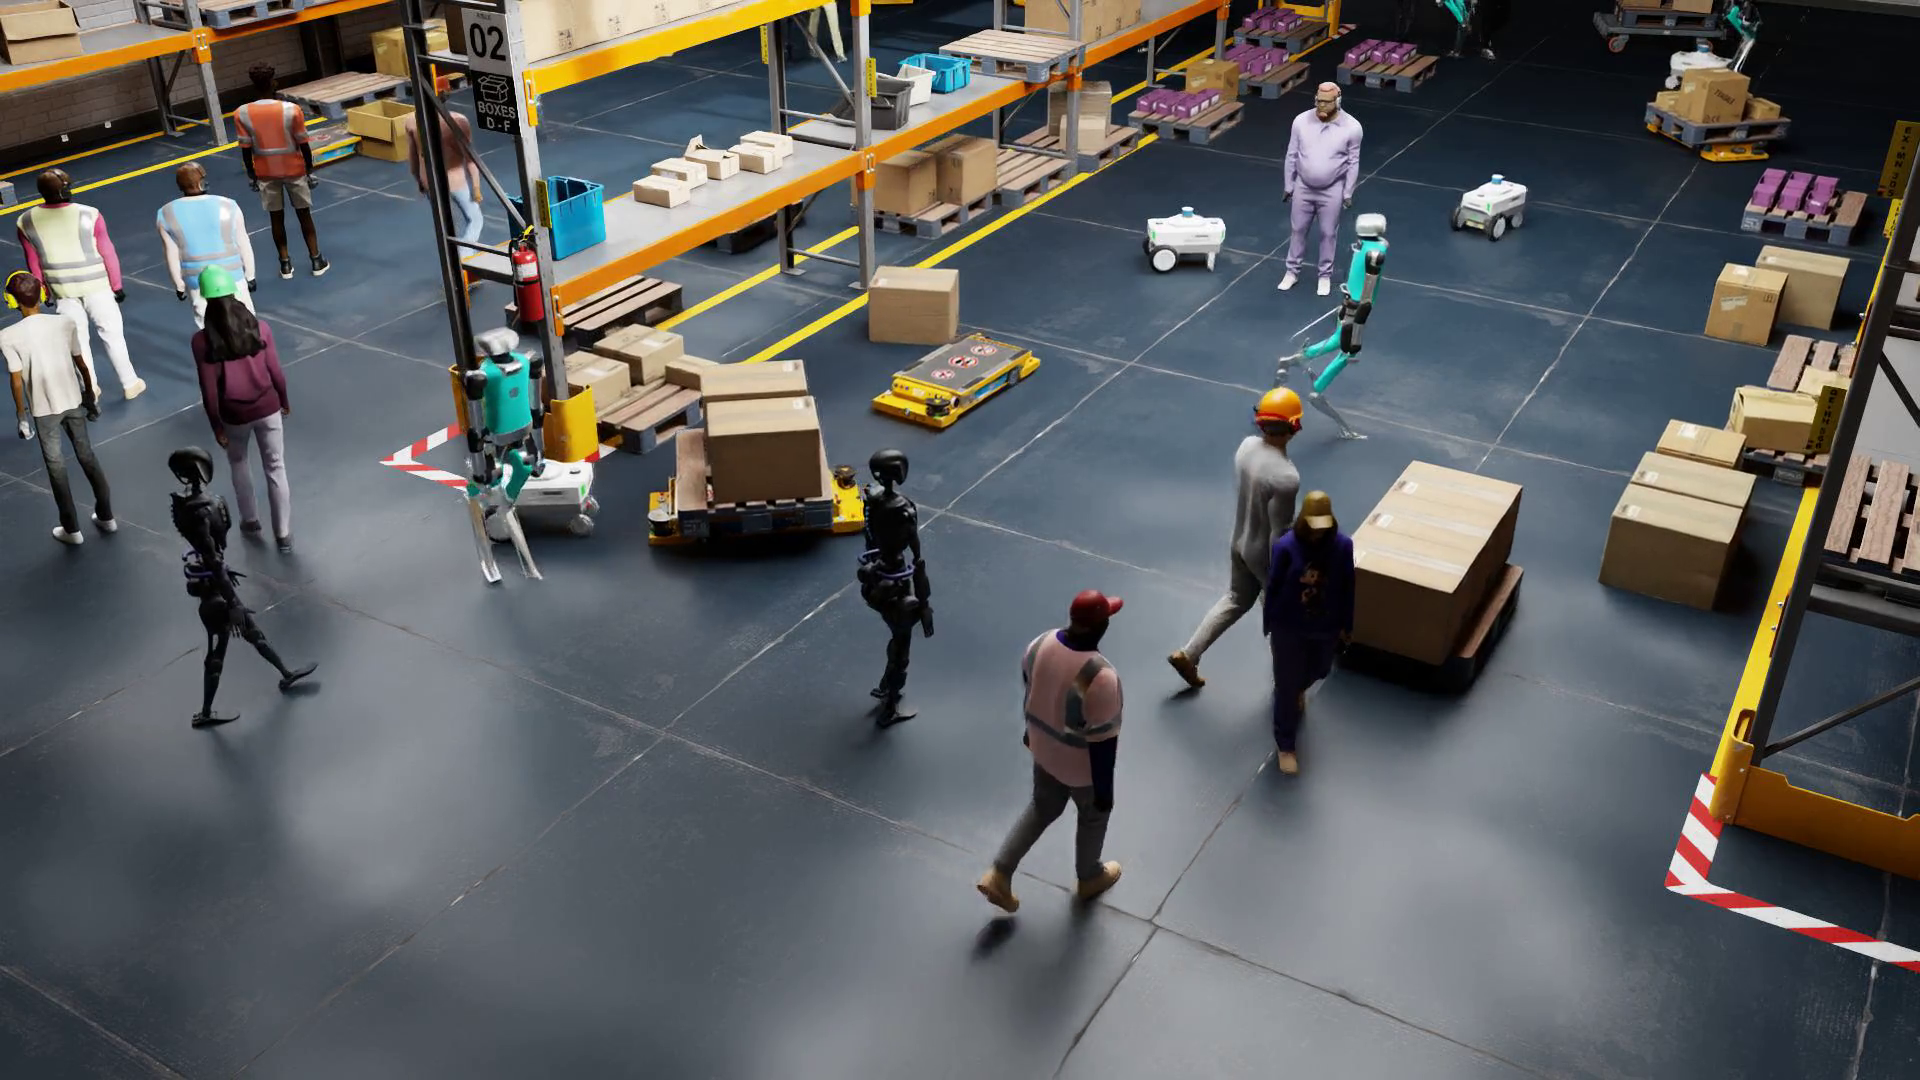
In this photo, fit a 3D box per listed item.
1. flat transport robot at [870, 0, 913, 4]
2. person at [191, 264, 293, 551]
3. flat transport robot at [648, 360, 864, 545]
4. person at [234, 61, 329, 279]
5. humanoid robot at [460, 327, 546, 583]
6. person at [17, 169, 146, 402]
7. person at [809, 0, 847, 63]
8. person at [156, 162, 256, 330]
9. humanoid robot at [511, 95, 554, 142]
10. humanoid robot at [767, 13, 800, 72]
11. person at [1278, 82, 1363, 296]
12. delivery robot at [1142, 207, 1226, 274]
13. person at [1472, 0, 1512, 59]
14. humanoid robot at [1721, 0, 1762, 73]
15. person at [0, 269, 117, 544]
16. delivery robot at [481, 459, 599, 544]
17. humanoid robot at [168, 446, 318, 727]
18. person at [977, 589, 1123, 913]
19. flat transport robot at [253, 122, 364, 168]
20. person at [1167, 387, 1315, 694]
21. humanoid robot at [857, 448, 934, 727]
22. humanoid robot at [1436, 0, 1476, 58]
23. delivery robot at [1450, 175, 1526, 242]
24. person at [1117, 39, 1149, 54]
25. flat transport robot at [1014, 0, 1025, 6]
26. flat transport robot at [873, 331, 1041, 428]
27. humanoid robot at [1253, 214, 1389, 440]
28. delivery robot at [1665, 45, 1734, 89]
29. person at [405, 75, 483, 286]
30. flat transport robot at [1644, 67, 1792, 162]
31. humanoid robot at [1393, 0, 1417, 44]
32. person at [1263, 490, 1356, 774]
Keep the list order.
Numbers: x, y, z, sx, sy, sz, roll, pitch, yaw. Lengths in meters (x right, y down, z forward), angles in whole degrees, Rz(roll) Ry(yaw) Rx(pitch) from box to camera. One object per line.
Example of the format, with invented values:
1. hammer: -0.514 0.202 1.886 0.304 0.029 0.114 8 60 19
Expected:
1. flat transport robot: -1.113 -8.714 26.356 0.659 0.231 1.431 -2 30 -4
2. person: -4.625 -0.879 10.809 0.504 1.929 0.671 -13 32 -21
3. flat transport robot: -1.399 -0.239 11.364 1.431 0.231 0.659 -4 30 -8
4. person: -6.192 -3.359 15.163 0.608 1.962 0.367 -7 30 -12
5. humanoid robot: -2.928 -0.532 10.397 0.792 1.778 0.541 23 37 35
6. person: -6.753 -1.936 12.775 0.622 1.838 0.431 -7 30 -13
7. person: -1.847 -7.337 22.474 0.578 1.690 0.917 -12 32 -20
8. person: -5.795 -2.024 12.928 0.622 1.840 0.431 -12 32 -20
9. humanoid robot: -4.996 -5.349 19.030 0.741 1.897 0.552 -13 32 -22
10. humanoid robot: -2.408 -7.069 22.061 0.594 1.616 0.635 0 29 1
11. person: 3.185 -3.115 14.789 0.650 1.905 0.406 12 32 20
12. delivery robot: 2.090 -2.824 15.663 0.782 0.611 0.510 -1 30 -2
13. person: 7.293 -7.479 22.672 0.792 1.744 0.459 -11 31 -19
14. humanoid robot: 10.226 -6.849 21.564 0.803 1.775 0.638 -8 30 -14
15. person: -5.905 -0.862 10.860 0.345 1.856 0.520 20 35 32
16. delivery robot: -2.836 -0.318 11.204 0.775 0.585 0.499 -1 30 -2
17. humanoid robot: -4.018 0.228 9.127 0.715 1.631 0.603 -13 32 -22
18. person: 0.450 1.013 7.670 0.731 1.724 0.624 -21 36 -32
19. flat transport robot: -7.226 -4.413 18.748 0.659 0.231 1.431 16 33 26
20. person: 1.621 0.054 9.236 0.778 1.871 0.572 -14 33 -24
21. humanoid robot: -0.353 0.251 9.063 0.354 1.644 0.586 -20 35 -31
22. humanoid robot: 6.759 -7.380 22.521 0.543 1.769 0.803 -15 33 -25
23. delivery robot: 5.279 -3.309 16.518 0.799 0.608 0.499 -24 37 -36
24. person: 2.390 -7.558 22.734 0.809 1.820 0.531 -25 38 -37
25. flat transport robot: 1.491 -8.597 26.149 0.659 0.231 1.431 18 34 28
26. flat transport robot: -0.009 -1.290 13.224 0.659 0.231 1.431 18 34 29
27. humanoid robot: 2.570 -1.532 12.185 0.946 1.765 0.543 3 30 4
28. delivery robot: 9.485 -6.036 21.313 0.759 0.579 0.499 23 36 34
29. person: -4.596 -3.228 14.921 0.659 1.977 0.556 3 30 6
30. flat transport robot: 8.606 -4.647 19.162 0.659 0.231 1.431 -5 30 -9
31. humanoid robot: 6.290 -7.853 23.427 0.602 1.641 0.652 11 31 19
32. person: 1.835 0.395 8.887 0.455 1.596 0.711 -2 30 -4
